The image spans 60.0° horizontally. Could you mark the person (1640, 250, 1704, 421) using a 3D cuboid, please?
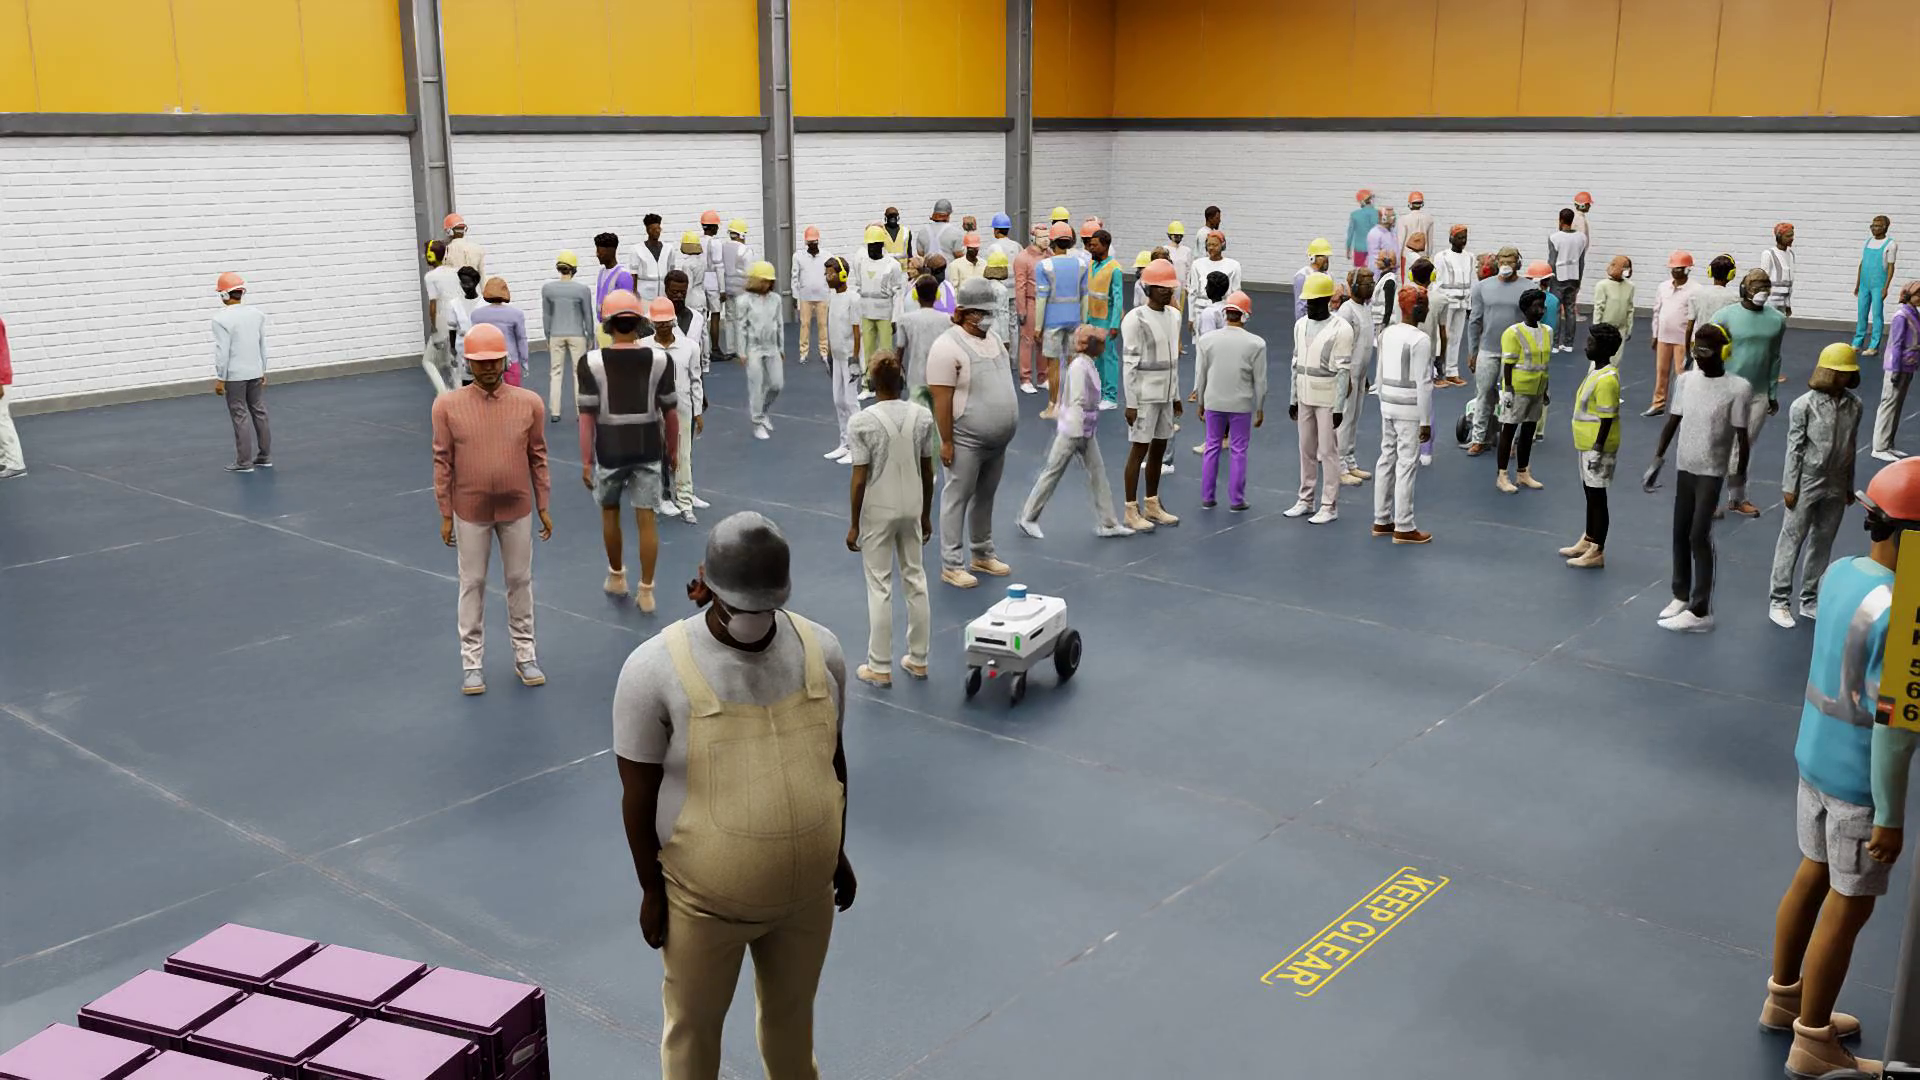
[{"bbox_3d":[7.379,-2.107,17.174,0.341,1.752,0.563,-8,16,-30],"label":"person"}]

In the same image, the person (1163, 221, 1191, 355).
[{"bbox_3d":[2.832,-3.320,21.999,0.531,1.768,0.311,-8,16,-28],"label":"person"}]

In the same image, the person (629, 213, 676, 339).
[{"bbox_3d":[-3.716,-2.982,20.239,0.603,1.967,0.367,-8,16,-30],"label":"person"}]

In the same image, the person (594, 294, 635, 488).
[{"bbox_3d":[-2.887,-1.262,14.029,0.515,1.641,0.315,13,19,42],"label":"person"}]

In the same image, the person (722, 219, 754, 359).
[{"bbox_3d":[-2.862,-3.223,21.488,0.591,1.826,0.403,10,17,35],"label":"person"}]

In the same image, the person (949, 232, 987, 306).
[{"bbox_3d":[0.129,-2.820,20.021,0.561,1.753,0.330,-9,17,-32],"label":"person"}]

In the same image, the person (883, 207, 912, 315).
[{"bbox_3d":[-0.988,-3.929,24.278,0.625,1.844,0.429,-4,14,-14],"label":"person"}]

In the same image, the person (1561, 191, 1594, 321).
[{"bbox_3d":[9.609,-4.415,25.908,0.380,1.994,0.618,0,14,2],"label":"person"}]

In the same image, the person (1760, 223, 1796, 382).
[{"bbox_3d":[9.646,-2.797,19.672,0.574,1.883,0.355,-10,17,-34],"label":"person"}]

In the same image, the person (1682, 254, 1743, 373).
[{"bbox_3d":[6.869,-1.666,15.177,0.521,1.871,0.325,11,18,38],"label":"person"}]

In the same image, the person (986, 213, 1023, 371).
[{"bbox_3d":[0.520,-3.023,20.442,0.385,1.948,0.605,12,18,40],"label":"person"}]

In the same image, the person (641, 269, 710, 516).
[{"bbox_3d":[-2.238,-1.165,13.090,0.398,1.914,0.589,11,18,36],"label":"person"}]

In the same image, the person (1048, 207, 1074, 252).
[{"bbox_3d":[1.356,-3.525,22.491,0.366,1.926,0.594,3,14,14],"label":"person"}]

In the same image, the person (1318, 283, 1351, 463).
[{"bbox_3d":[3.372,-1.467,14.848,0.310,1.642,0.514,-2,14,-7],"label":"person"}]

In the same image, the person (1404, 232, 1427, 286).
[{"bbox_3d":[5.982,-3.233,21.919,0.277,1.633,0.507,0,14,-1],"label":"person"}]

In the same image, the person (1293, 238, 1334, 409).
[{"bbox_3d":[3.800,-2.299,17.784,0.586,1.833,0.403,-13,19,-43],"label":"person"}]

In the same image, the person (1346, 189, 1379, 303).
[{"bbox_3d":[6.838,-4.880,27.852,0.777,1.957,0.403,1,14,3],"label":"person"}]

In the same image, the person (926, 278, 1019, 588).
[{"bbox_3d":[0.130,-0.718,11.045,0.538,2.000,0.690,11,18,37],"label":"person"}]

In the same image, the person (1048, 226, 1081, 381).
[{"bbox_3d":[1.288,-2.823,19.879,0.511,1.836,0.357,-7,16,-27],"label":"person"}]

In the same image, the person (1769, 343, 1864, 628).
[{"bbox_3d":[5.229,-0.329,10.091,0.494,1.743,0.309,-3,14,-13],"label":"person"}]

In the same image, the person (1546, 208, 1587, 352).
[{"bbox_3d":[8.104,-3.477,22.321,0.596,1.915,0.374,-5,15,-20],"label":"person"}]

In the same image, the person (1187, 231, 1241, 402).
[{"bbox_3d":[2.771,-2.435,18.226,0.582,1.882,0.351,6,15,23],"label":"person"}]

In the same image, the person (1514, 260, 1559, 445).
[{"bbox_3d":[5.475,-1.785,15.887,0.330,1.750,0.573,11,18,37],"label":"person"}]

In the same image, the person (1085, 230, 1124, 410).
[{"bbox_3d":[1.538,-2.357,17.838,0.398,1.920,0.588,-7,16,-26],"label":"person"}]

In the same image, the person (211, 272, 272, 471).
[{"bbox_3d":[-6.361,-1.484,14.684,0.331,1.750,0.573,5,15,20],"label":"person"}]

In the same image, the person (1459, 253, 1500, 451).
[{"bbox_3d":[4.952,-1.756,15.585,0.373,1.843,0.572,9,16,31],"label":"person"}]

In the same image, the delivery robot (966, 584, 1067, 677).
[{"bbox_3d":[0.311,0.486,9.055,0.477,0.478,0.707,7,16,25],"label":"delivery robot"}]

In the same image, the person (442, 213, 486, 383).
[{"bbox_3d":[-5.884,-2.849,19.657,0.402,1.989,0.621,11,18,39],"label":"person"}]

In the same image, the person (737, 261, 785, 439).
[{"bbox_3d":[-1.929,-1.842,16.172,0.512,1.721,0.390,-9,17,-31],"label":"person"}]

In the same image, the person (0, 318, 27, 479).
[{"bbox_3d":[-8.416,-1.405,14.401,0.354,1.737,0.576,-14,19,-43],"label":"person"}]

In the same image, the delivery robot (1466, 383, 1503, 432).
[{"bbox_3d":[5.157,-1.278,16.103,0.477,0.478,0.707,9,16,31],"label":"delivery robot"}]

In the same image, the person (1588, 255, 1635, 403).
[{"bbox_3d":[7.143,-2.298,18.208,0.505,1.628,0.277,-4,15,-16],"label":"person"}]

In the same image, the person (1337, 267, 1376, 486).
[{"bbox_3d":[3.355,-1.393,14.139,0.345,1.846,0.507,8,16,30],"label":"person"}]

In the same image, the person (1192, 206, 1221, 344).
[{"bbox_3d":[3.430,-3.688,23.188,0.389,1.910,0.590,6,15,23],"label":"person"}]

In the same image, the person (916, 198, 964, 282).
[{"bbox_3d":[-0.218,-3.612,22.607,0.682,2.000,0.537,7,16,26],"label":"person"}]

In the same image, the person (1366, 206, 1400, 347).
[{"bbox_3d":[5.846,-3.633,22.955,0.411,1.913,0.643,10,17,35],"label":"person"}]

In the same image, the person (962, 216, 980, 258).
[{"bbox_3d":[0.154,-4.164,25.626,0.306,1.640,0.522,-2,14,-9],"label":"person"}]

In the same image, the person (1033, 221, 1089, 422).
[{"bbox_3d":[1.022,-2.240,17.118,0.609,2.043,0.397,-6,15,-23],"label":"person"}]

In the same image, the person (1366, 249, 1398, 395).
[{"bbox_3d":[4.795,-2.462,18.825,0.310,1.642,0.514,1,14,5],"label":"person"}]

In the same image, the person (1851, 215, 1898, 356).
[{"bbox_3d":[12.076,-3.362,22.004,0.346,1.846,0.507,-6,15,-22],"label":"person"}]
